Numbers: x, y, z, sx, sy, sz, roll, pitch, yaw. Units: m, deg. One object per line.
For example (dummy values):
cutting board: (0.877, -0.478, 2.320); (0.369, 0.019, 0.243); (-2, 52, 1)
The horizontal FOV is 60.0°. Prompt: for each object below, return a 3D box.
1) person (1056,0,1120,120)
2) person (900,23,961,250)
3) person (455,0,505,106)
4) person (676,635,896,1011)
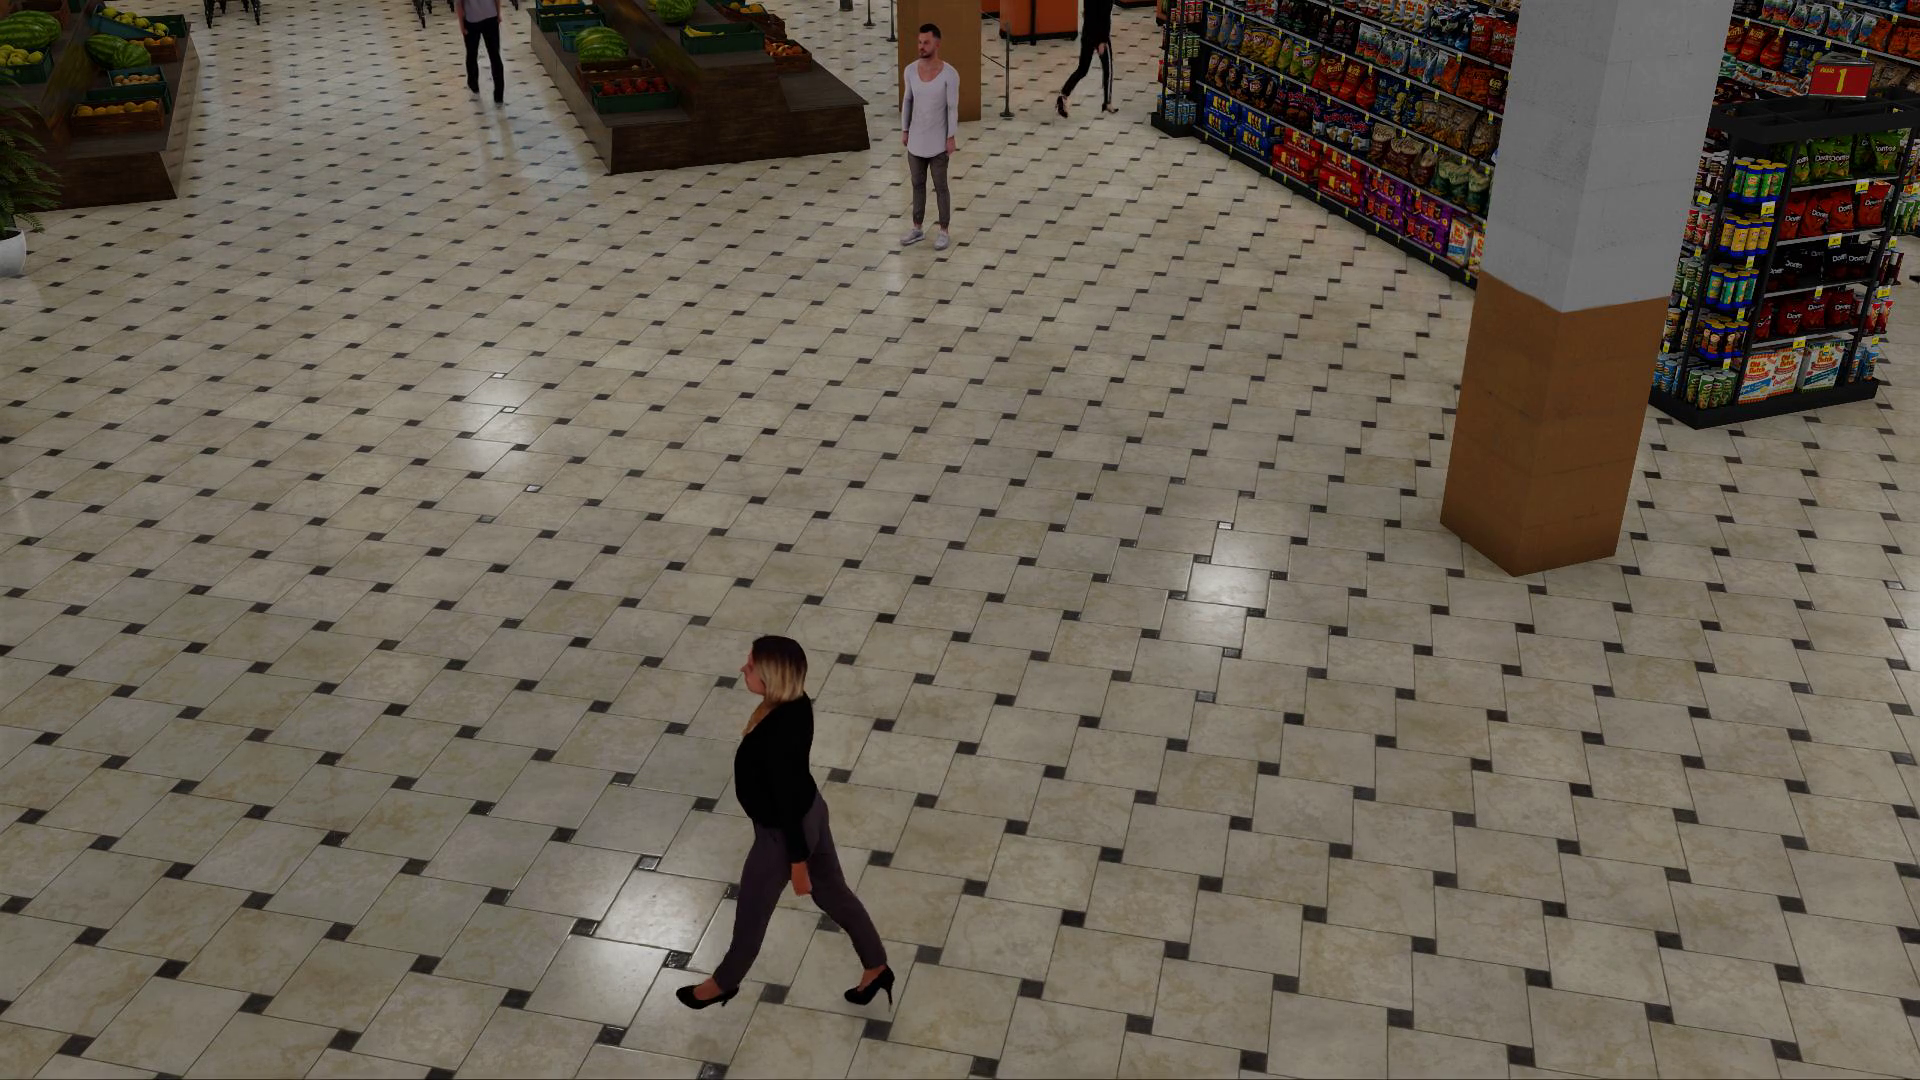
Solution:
person: (1.337, -5.193, 17.365); (0.879, 1.668, 1.110); (-19, 34, -31)
person: (-0.255, -3.360, 13.828); (0.741, 1.841, 0.800); (12, 31, 21)
person: (-5.157, -5.599, 17.967); (0.676, 1.803, 1.127); (-11, 30, -19)
person: (-0.508, 1.079, 5.920); (0.949, 1.626, 1.069); (2, 29, 4)
